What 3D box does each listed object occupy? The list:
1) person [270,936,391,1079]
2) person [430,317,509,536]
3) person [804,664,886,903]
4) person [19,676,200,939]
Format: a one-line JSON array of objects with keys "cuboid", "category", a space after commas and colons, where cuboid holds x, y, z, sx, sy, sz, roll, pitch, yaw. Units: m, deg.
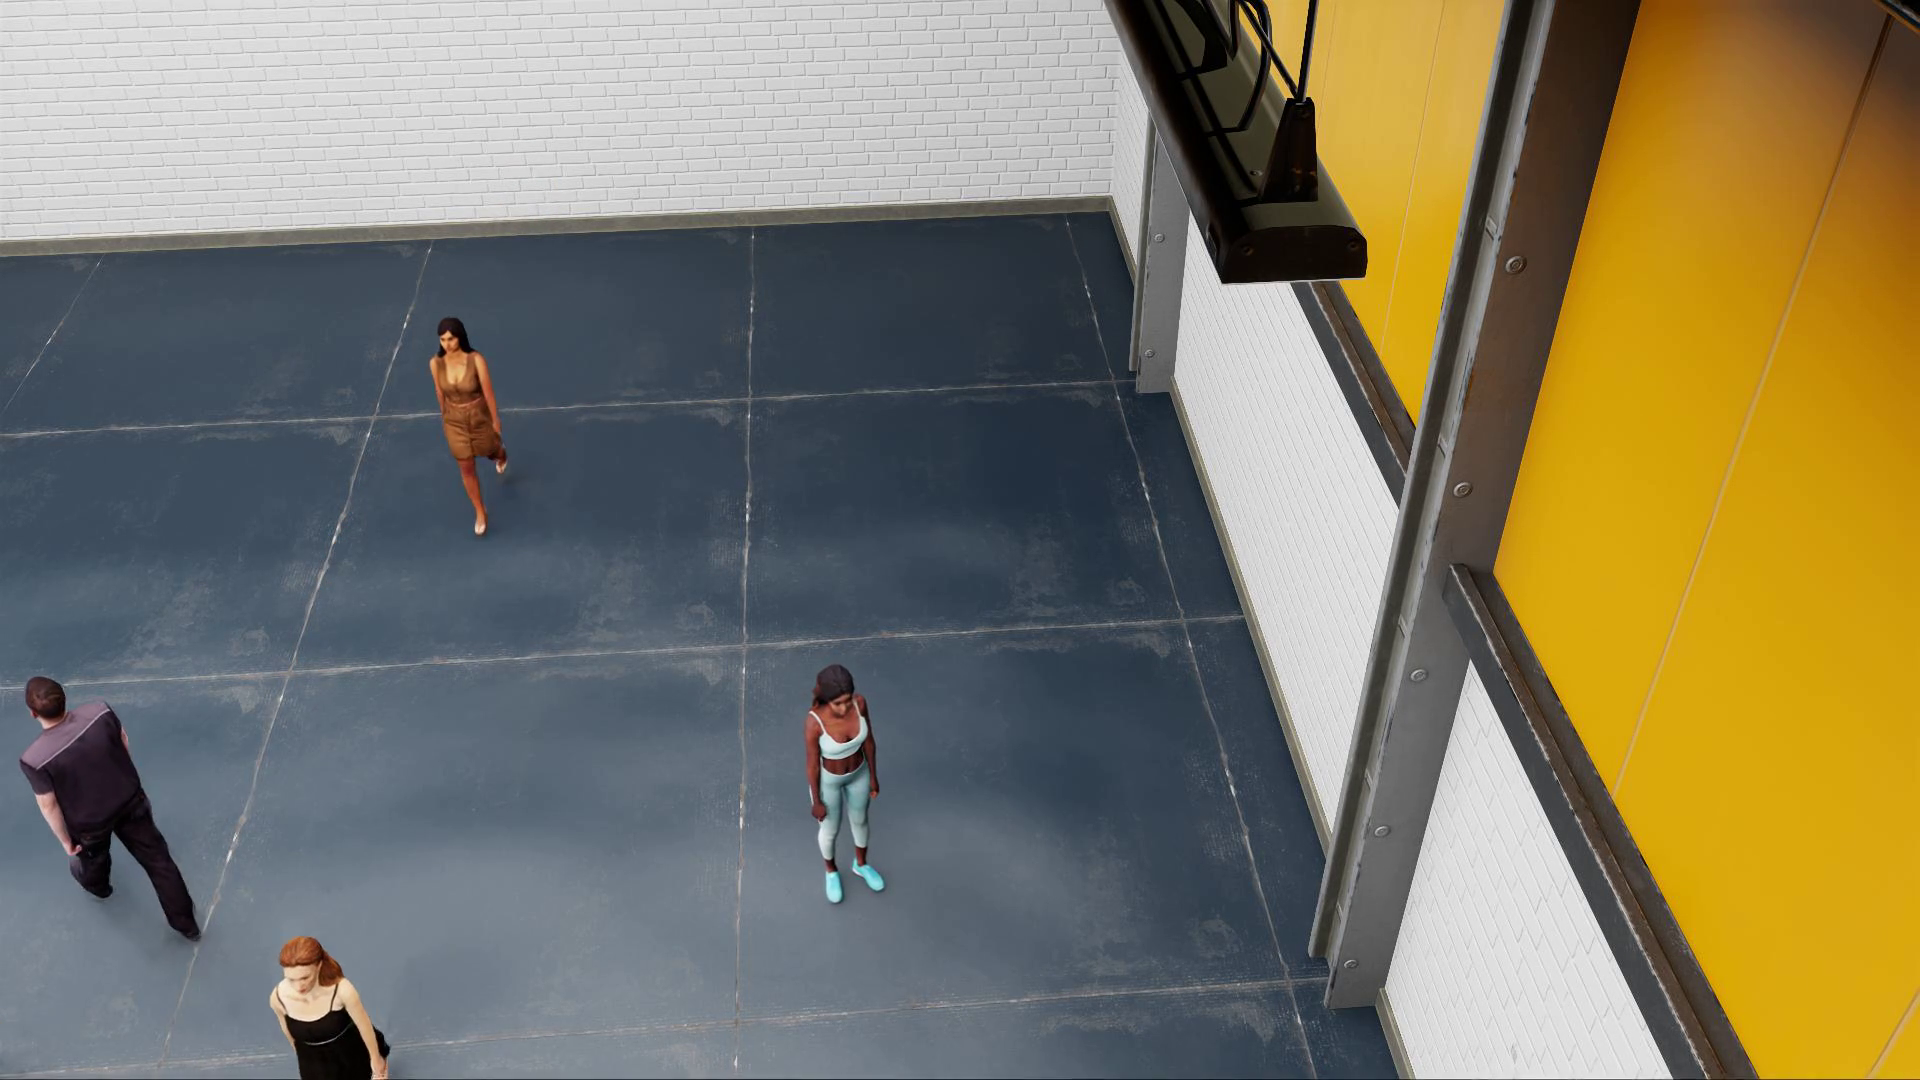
[{"cuboid": [-2.937, 2.352, 7.911, 0.647, 1.570, 1.160, -6, 39, -7], "category": "person"}, {"cuboid": [-3.473, -0.882, 11.883, 0.593, 1.667, 1.003, -1, 39, -1], "category": "person"}, {"cuboid": [-0.651, 1.311, 9.095, 0.647, 1.720, 0.663, -21, 43, -24], "category": "person"}, {"cuboid": [-4.479, 1.477, 8.823, 1.229, 1.800, 1.181, 28, 46, 30], "category": "person"}]
